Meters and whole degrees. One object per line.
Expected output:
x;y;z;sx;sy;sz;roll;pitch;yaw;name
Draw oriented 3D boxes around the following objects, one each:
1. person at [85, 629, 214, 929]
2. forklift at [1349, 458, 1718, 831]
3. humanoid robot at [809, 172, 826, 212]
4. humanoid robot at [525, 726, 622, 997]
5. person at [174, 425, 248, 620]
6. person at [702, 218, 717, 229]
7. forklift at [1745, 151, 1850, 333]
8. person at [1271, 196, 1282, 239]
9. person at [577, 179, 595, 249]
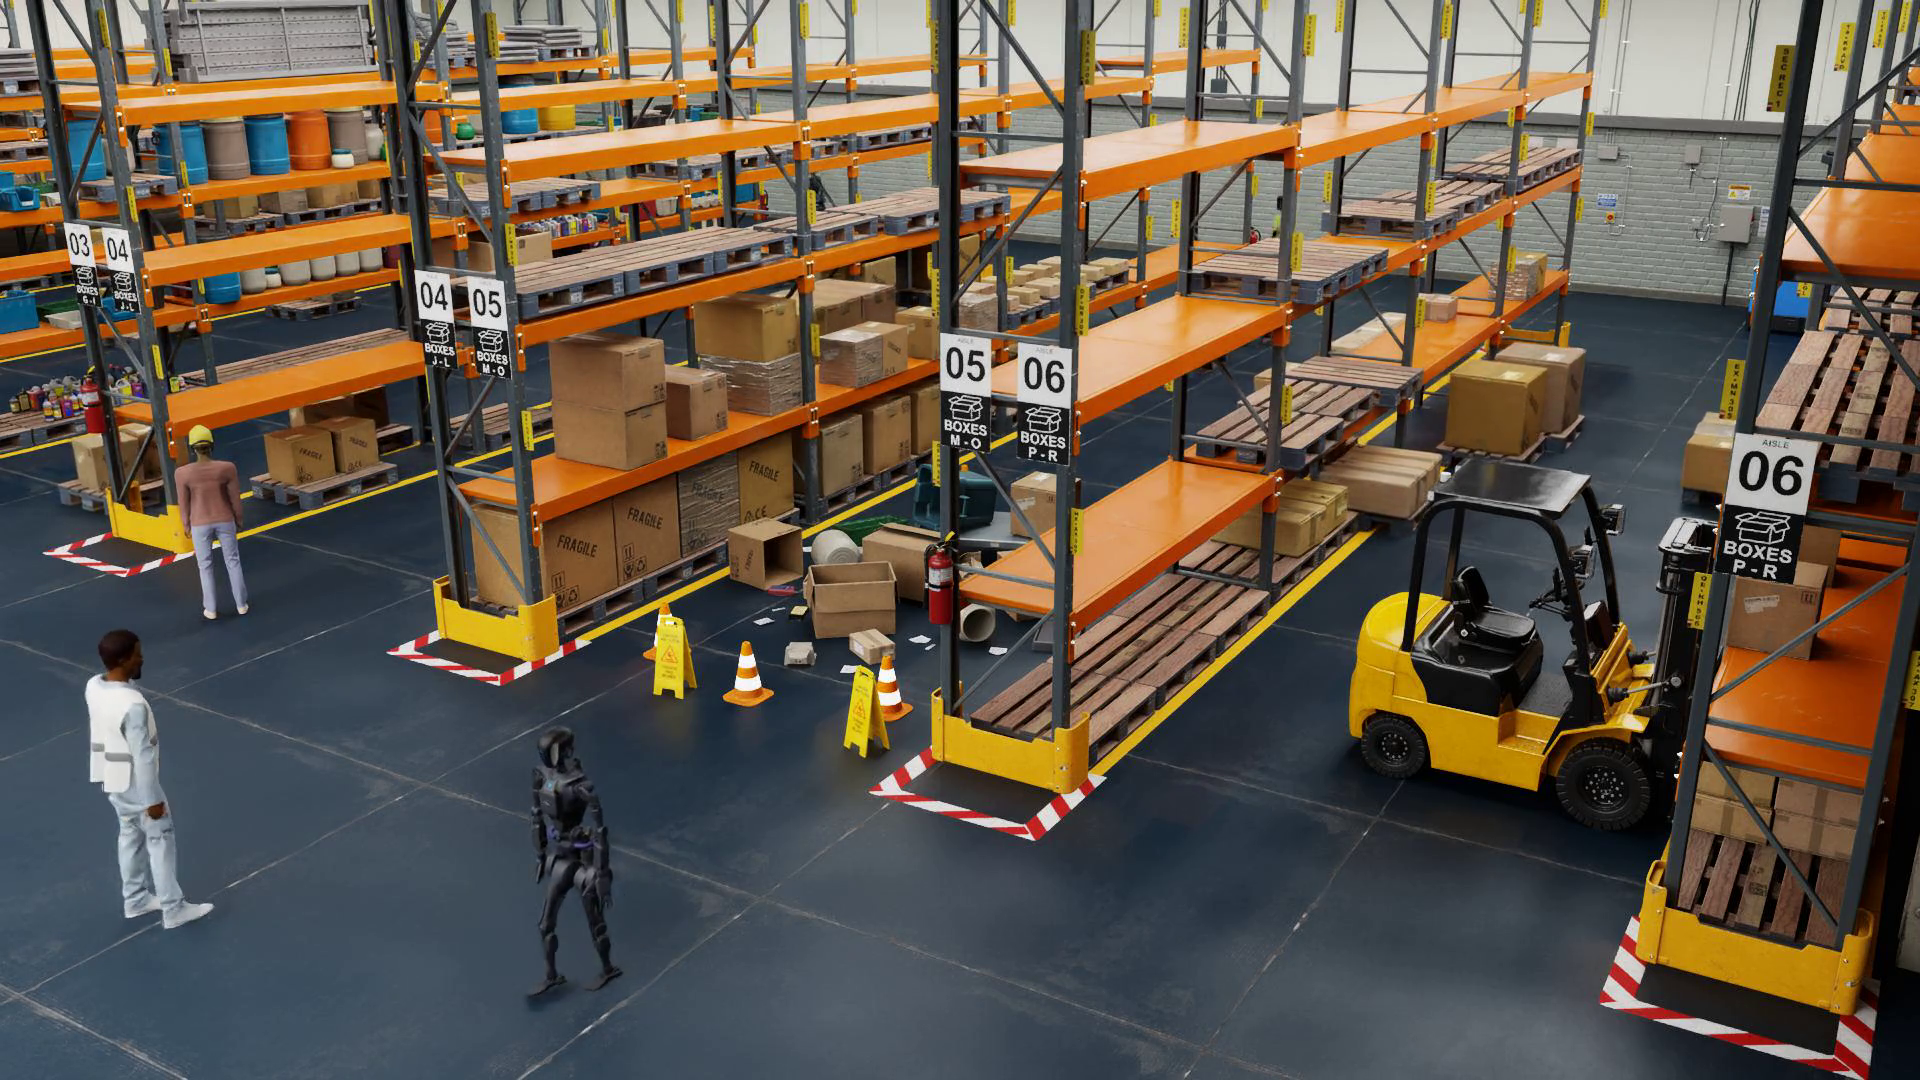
-4.924;1.435;9.964;0.596;1.913;0.455;15;24;37;person
3.988;0.658;11.776;2.313;2.155;1.214;11;22;29;forklift
-3.028;-7.044;34.864;0.560;1.637;0.613;10;22;27;humanoid robot
-2.171;1.806;9.253;0.595;1.643;0.538;13;23;32;humanoid robot
-6.651;-0.160;14.801;0.516;1.756;0.342;-12;23;-31;person
-5.267;-7.041;34.804;0.489;1.688;0.349;-6;20;-17;person
13.620;-4.667;26.137;1.873;2.768;1.129;11;22;29;forklift
5.740;-5.372;30.008;0.821;1.658;0.549;14;24;36;person
-7.140;-5.909;31.366;0.574;1.777;0.586;7;20;20;person
